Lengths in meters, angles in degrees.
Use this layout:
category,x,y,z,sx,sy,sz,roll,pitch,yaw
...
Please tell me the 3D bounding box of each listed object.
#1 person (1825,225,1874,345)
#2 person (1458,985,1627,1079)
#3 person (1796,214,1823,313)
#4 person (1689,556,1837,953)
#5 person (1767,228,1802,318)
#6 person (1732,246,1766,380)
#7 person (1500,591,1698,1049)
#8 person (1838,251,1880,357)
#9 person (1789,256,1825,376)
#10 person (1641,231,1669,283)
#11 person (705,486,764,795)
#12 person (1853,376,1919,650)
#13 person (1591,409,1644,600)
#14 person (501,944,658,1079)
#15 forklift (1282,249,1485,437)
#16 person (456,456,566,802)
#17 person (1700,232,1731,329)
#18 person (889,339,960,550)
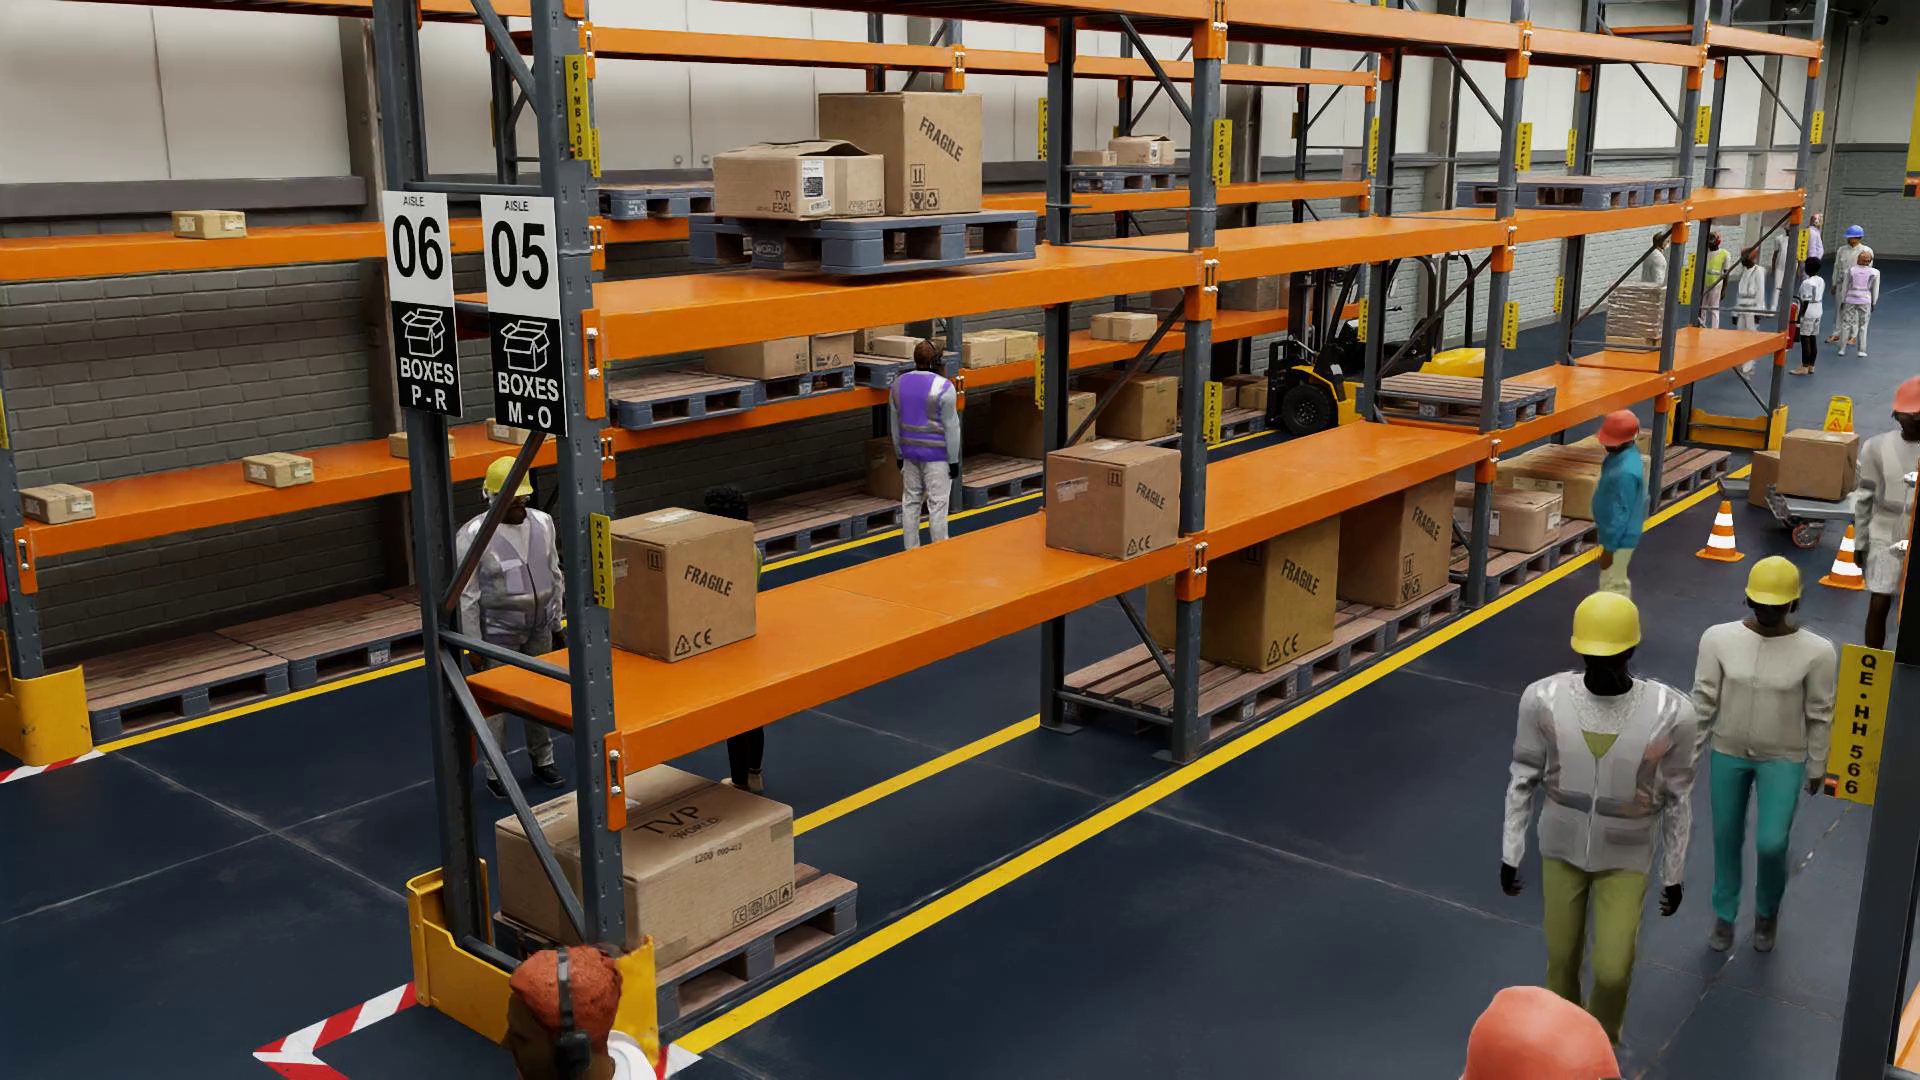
category,x,y,z,sx,sy,sz,roll,pitch,yaw
person,14.588,-4.173,27.258,0.403,1.942,0.608,-9,16,-32
person,1.072,1.796,2.877,0.620,1.994,0.745,-7,15,-25
person,16.392,-5.327,32.057,0.399,1.900,0.644,5,15,20
person,3.322,0.912,6.960,0.538,1.756,0.393,10,17,36
person,15.466,-5.068,31.119,0.505,1.840,0.346,8,16,28
person,11.186,-3.208,23.525,0.371,1.857,0.700,0,14,2
person,2.215,1.102,5.852,0.608,1.907,0.445,8,16,30
person,13.961,-3.666,25.847,0.520,1.632,0.321,9,16,32
person,12.162,-3.209,23.839,0.539,1.698,0.318,-12,18,-40
person,10.770,-3.825,25.885,0.367,1.932,0.623,2,14,7
person,-1.169,0.562,8.492,0.318,1.697,0.535,3,14,12
person,5.787,-0.011,10.133,0.638,2.030,0.686,12,18,40
person,4.295,-0.044,10.947,0.338,1.707,0.685,4,14,17
person,-0.851,1.712,3.457,0.746,1.860,0.616,-3,14,-13
forklift,4.886,-2.214,18.767,2.313,2.155,1.214,11,18,38
person,-2.319,0.457,8.670,0.405,1.824,0.585,12,18,41
person,12.306,-4.125,27.266,0.373,1.843,0.570,-8,16,-31
person,-0.254,-0.666,13.191,0.624,1.845,0.430,10,17,35
